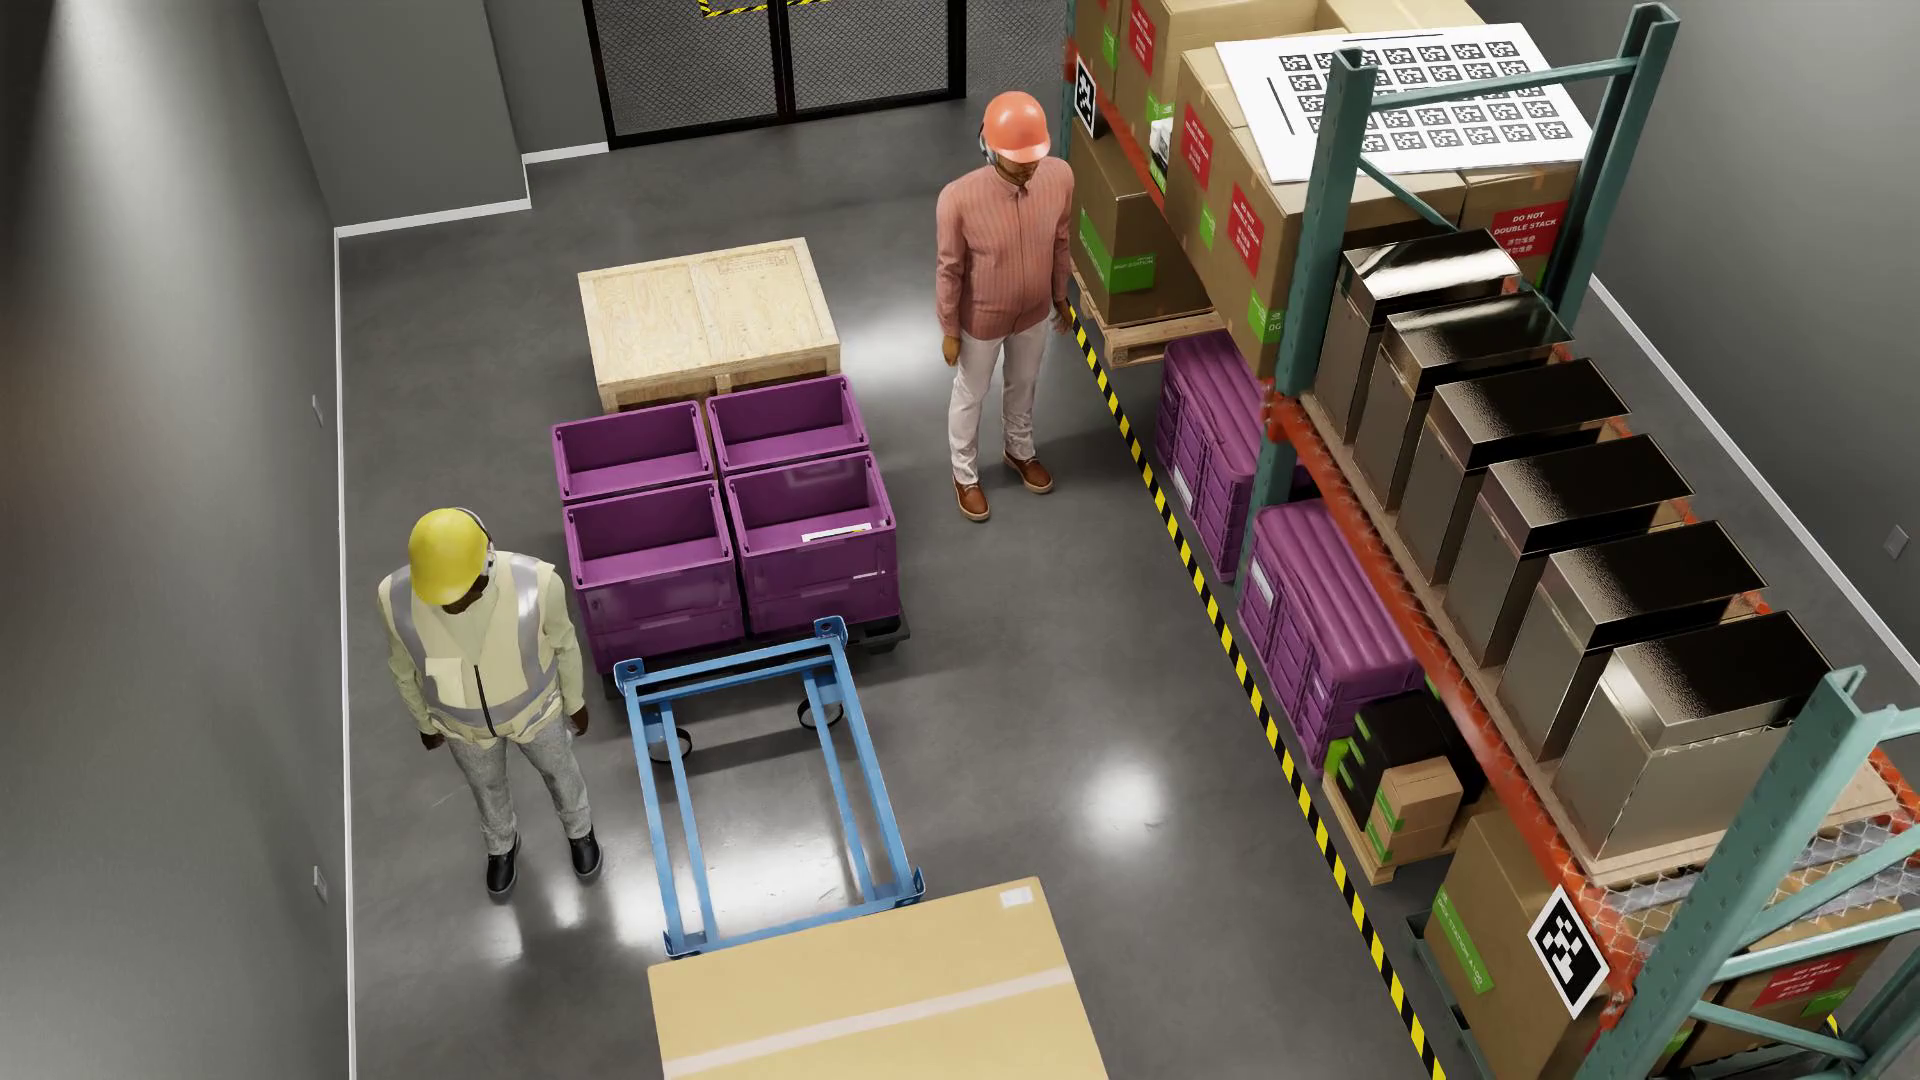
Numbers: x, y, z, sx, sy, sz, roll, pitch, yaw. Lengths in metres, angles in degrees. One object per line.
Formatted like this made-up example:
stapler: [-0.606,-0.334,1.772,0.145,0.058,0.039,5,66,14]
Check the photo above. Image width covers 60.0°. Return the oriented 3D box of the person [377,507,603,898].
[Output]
person: [-1.515,0.544,5.465,0.586,1.822,0.404,-9,48,-8]

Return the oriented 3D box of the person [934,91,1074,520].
person: [0.187,-0.924,6.697,0.608,1.996,0.379,-22,51,-19]
